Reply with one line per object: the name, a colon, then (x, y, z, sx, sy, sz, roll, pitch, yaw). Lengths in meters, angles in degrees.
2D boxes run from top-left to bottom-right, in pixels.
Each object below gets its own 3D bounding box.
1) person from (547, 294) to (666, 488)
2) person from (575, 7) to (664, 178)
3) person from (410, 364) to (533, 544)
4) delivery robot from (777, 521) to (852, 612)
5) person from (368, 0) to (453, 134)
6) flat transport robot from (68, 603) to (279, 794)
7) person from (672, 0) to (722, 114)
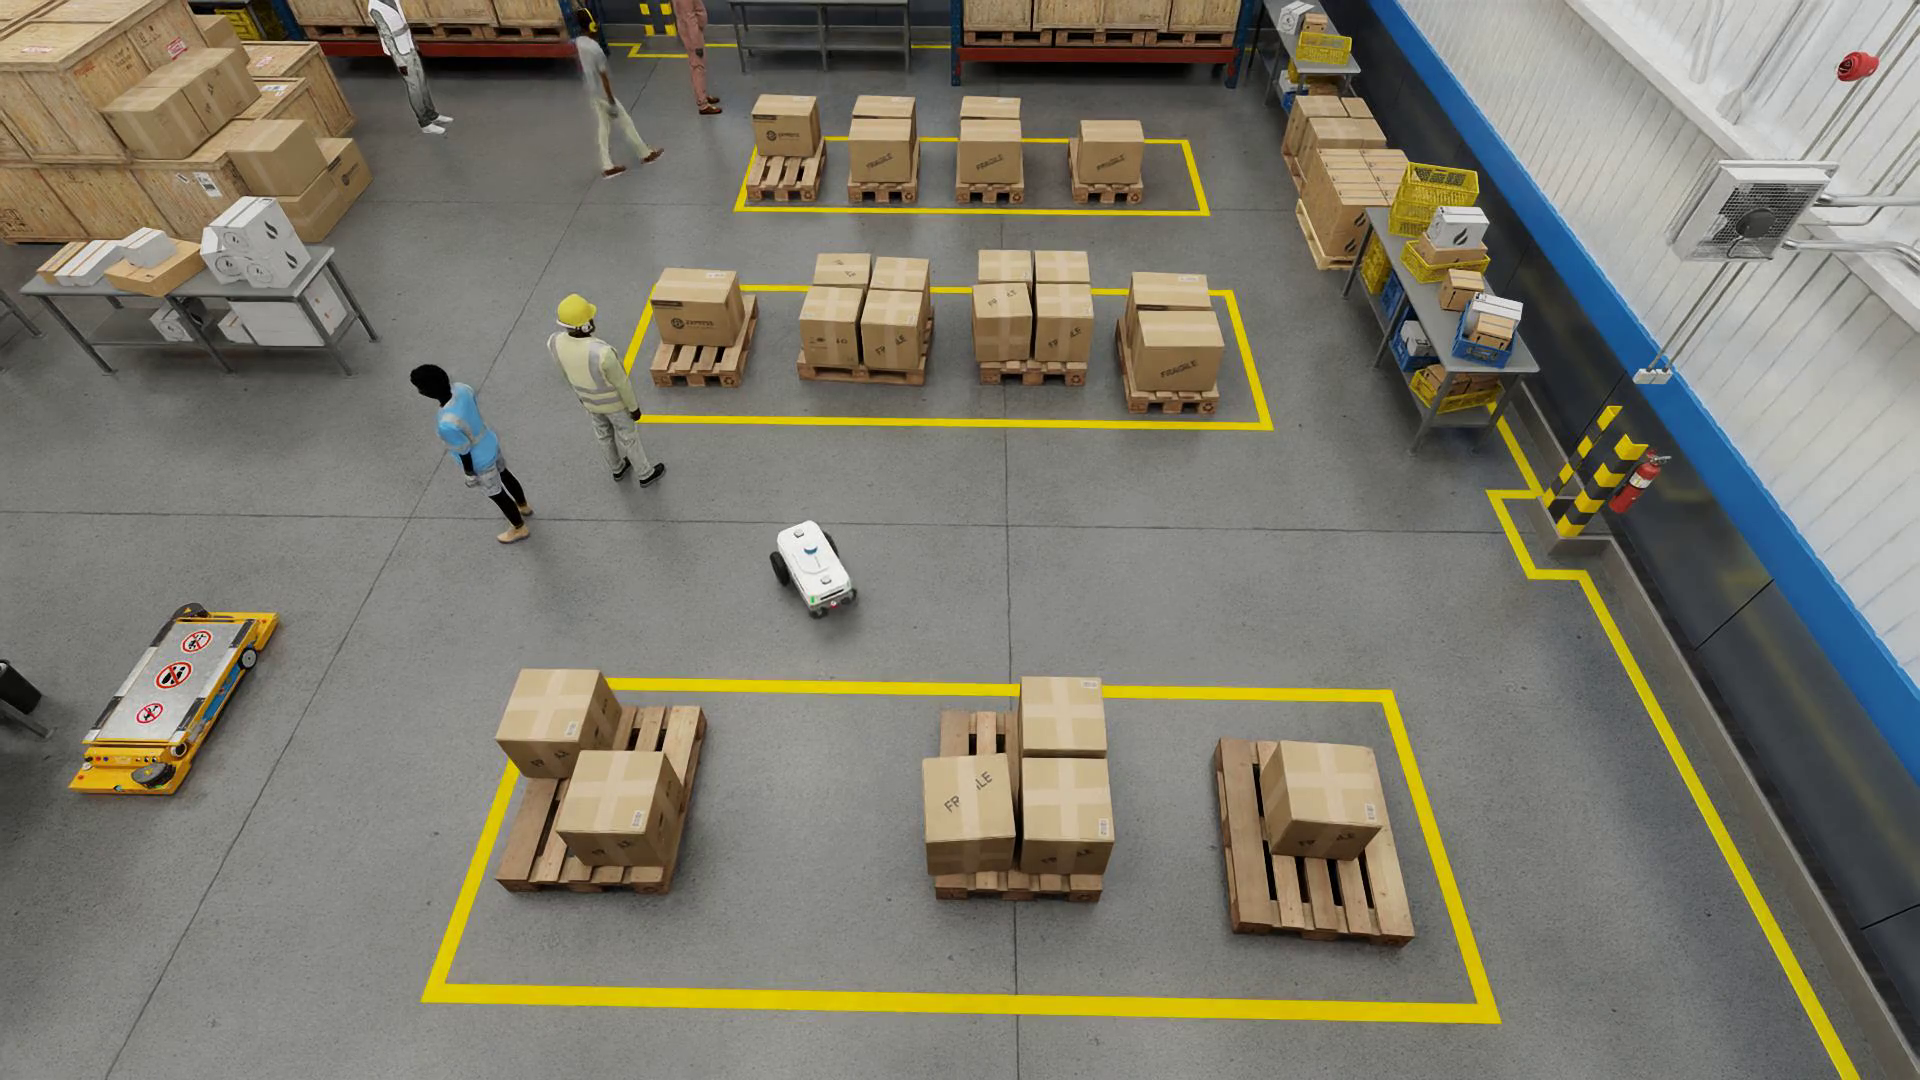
person: (-2.820, -1.155, 7.310, 0.598, 1.832, 0.404, 16, 52, 13)
person: (-4.094, -5.278, 10.801, 0.536, 1.826, 0.904, 32, 57, 24)
person: (-3.673, -0.649, 6.973, 0.320, 1.692, 0.532, -7, 50, -6)
delivery robot: (-1.106, 0.190, 6.945, 0.477, 0.478, 0.707, -23, 53, -18)
person: (-6.945, -6.086, 11.436, 0.390, 1.911, 0.592, -2, 50, -1)
flat transport robot: (-5.504, 1.072, 6.442, 0.652, 0.197, 1.431, 1, 50, 1)
person: (-3.413, -6.510, 11.803, 0.402, 1.900, 0.636, -17, 52, -14)
